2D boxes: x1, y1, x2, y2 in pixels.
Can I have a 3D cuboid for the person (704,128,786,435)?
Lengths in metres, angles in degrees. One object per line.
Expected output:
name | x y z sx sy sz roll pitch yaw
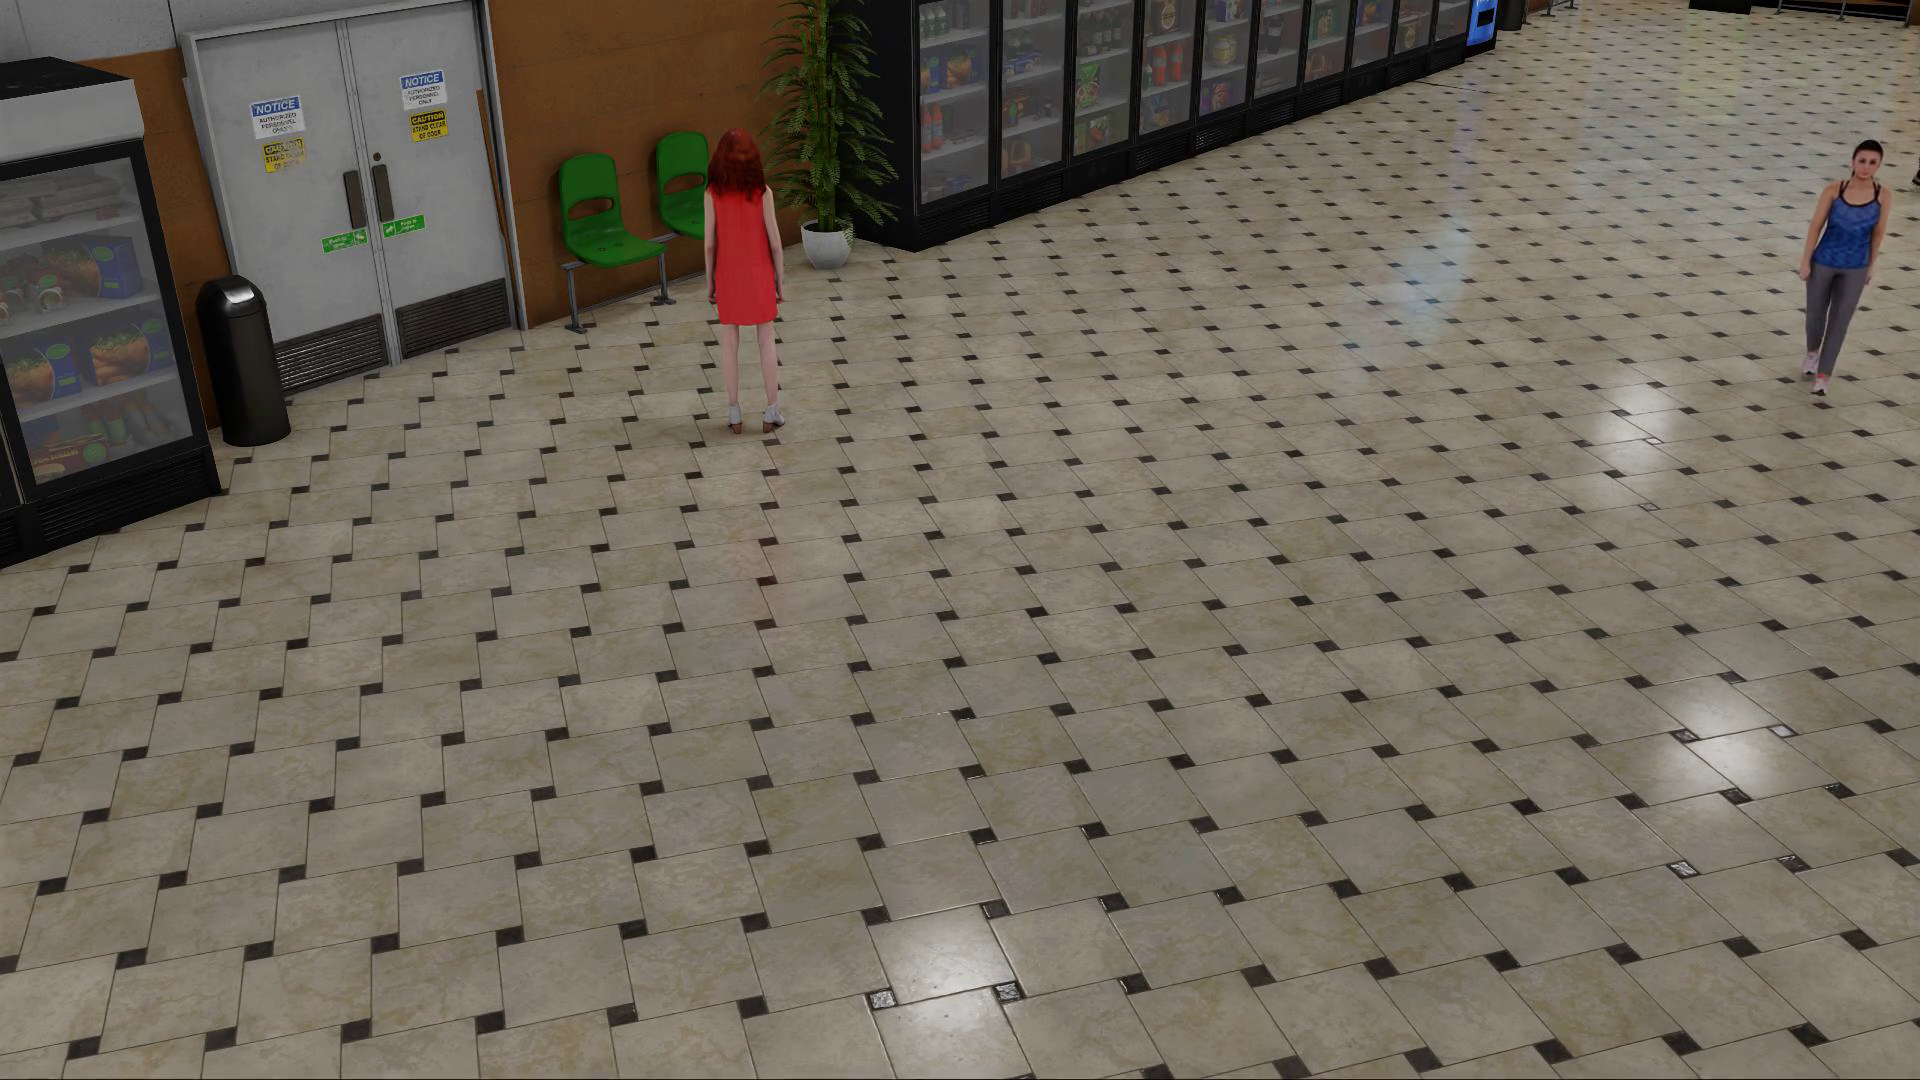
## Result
person | -1.273 -1.510 9.820 0.653 1.827 0.737 0 27 0

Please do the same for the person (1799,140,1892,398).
person | 5.561 -1.734 10.545 1.021 1.571 0.807 13 30 24
